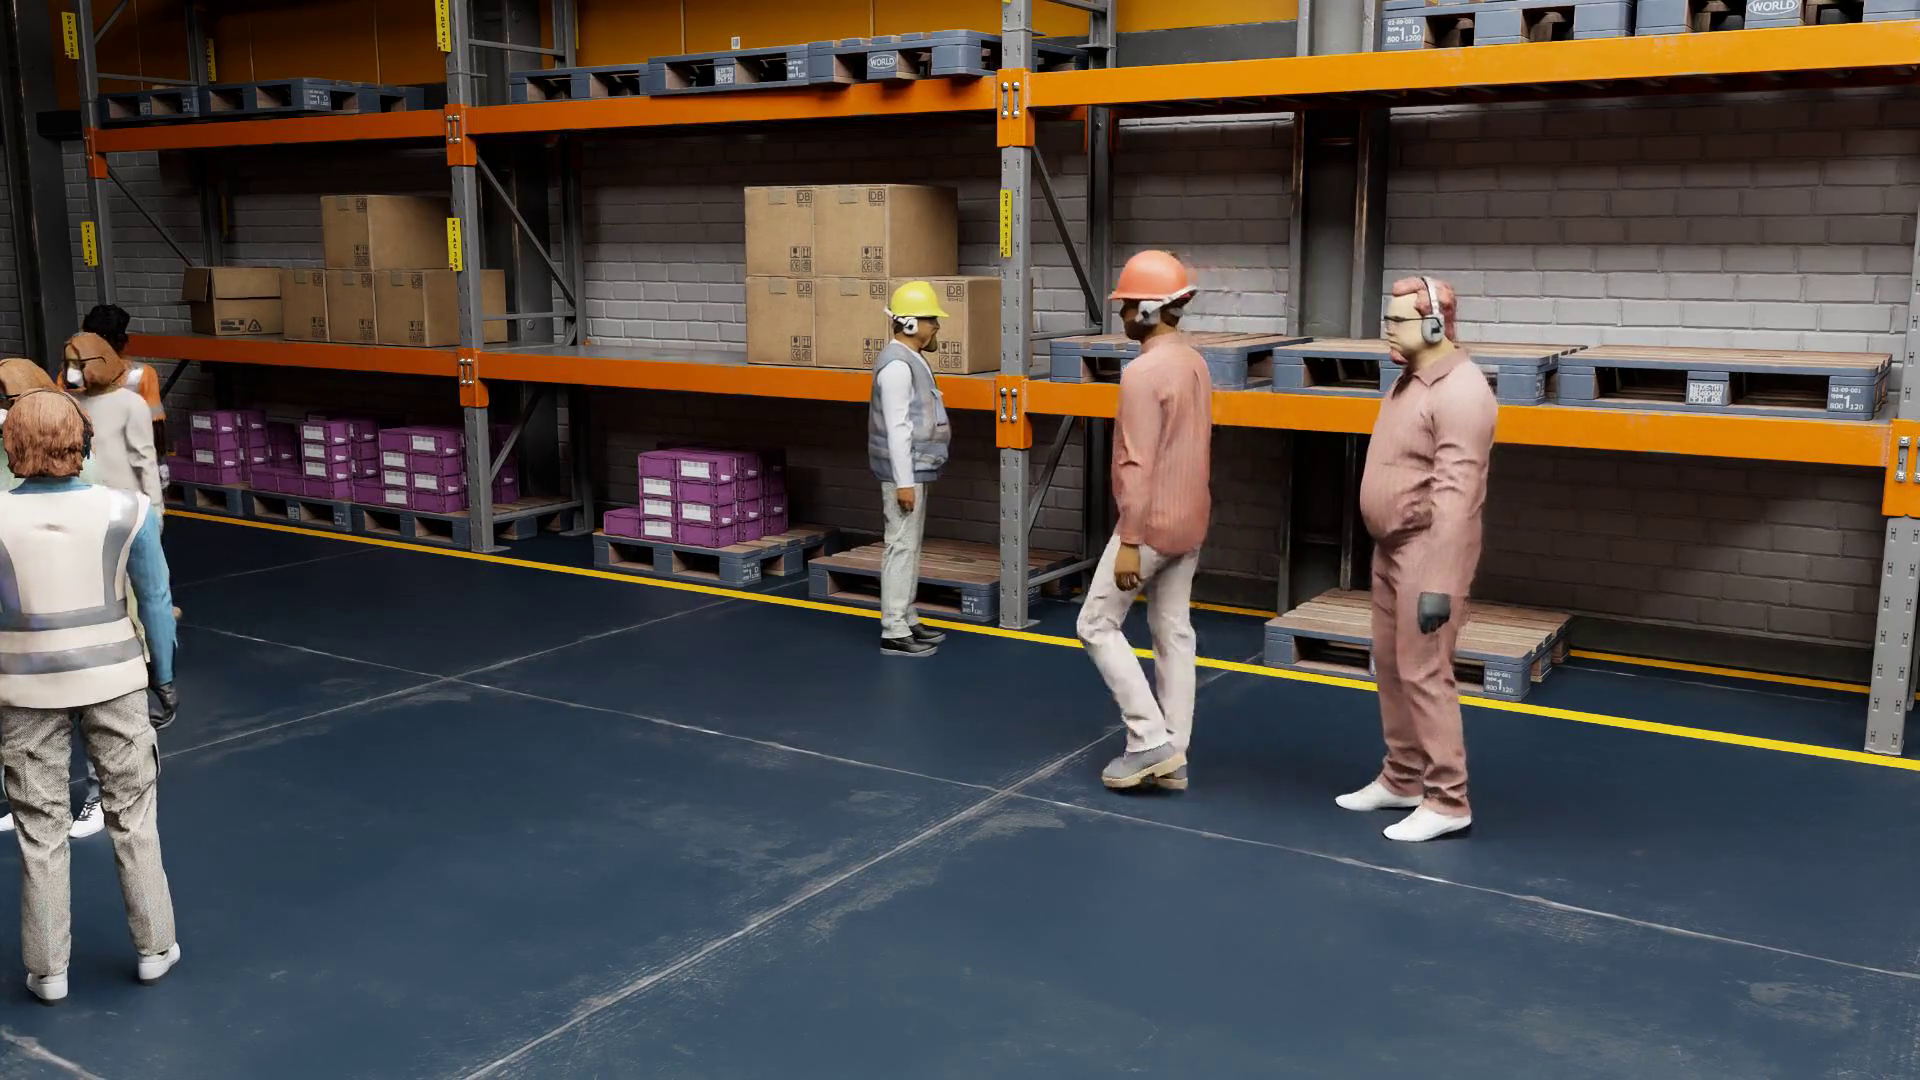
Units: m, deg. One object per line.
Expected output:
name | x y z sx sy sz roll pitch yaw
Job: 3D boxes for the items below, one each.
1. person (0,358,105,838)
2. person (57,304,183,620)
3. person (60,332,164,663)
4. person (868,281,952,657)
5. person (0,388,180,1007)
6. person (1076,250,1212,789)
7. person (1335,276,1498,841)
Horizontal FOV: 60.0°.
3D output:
person | -3.112 0.200 5.649 0.508 1.632 0.265 3 11 16
person | -4.399 -0.379 8.699 0.532 1.692 0.320 -1 10 -5
person | -3.874 -0.116 7.454 0.521 1.613 0.563 4 11 22
person | -0.243 -0.349 8.175 0.403 1.827 0.595 1 10 6
person | -2.356 0.419 4.421 0.522 1.640 0.306 -6 12 -29
person | 0.685 -0.050 6.060 0.456 1.981 0.648 6 12 32
person | 1.553 0.068 5.646 0.399 1.906 0.693 -1 10 -4
